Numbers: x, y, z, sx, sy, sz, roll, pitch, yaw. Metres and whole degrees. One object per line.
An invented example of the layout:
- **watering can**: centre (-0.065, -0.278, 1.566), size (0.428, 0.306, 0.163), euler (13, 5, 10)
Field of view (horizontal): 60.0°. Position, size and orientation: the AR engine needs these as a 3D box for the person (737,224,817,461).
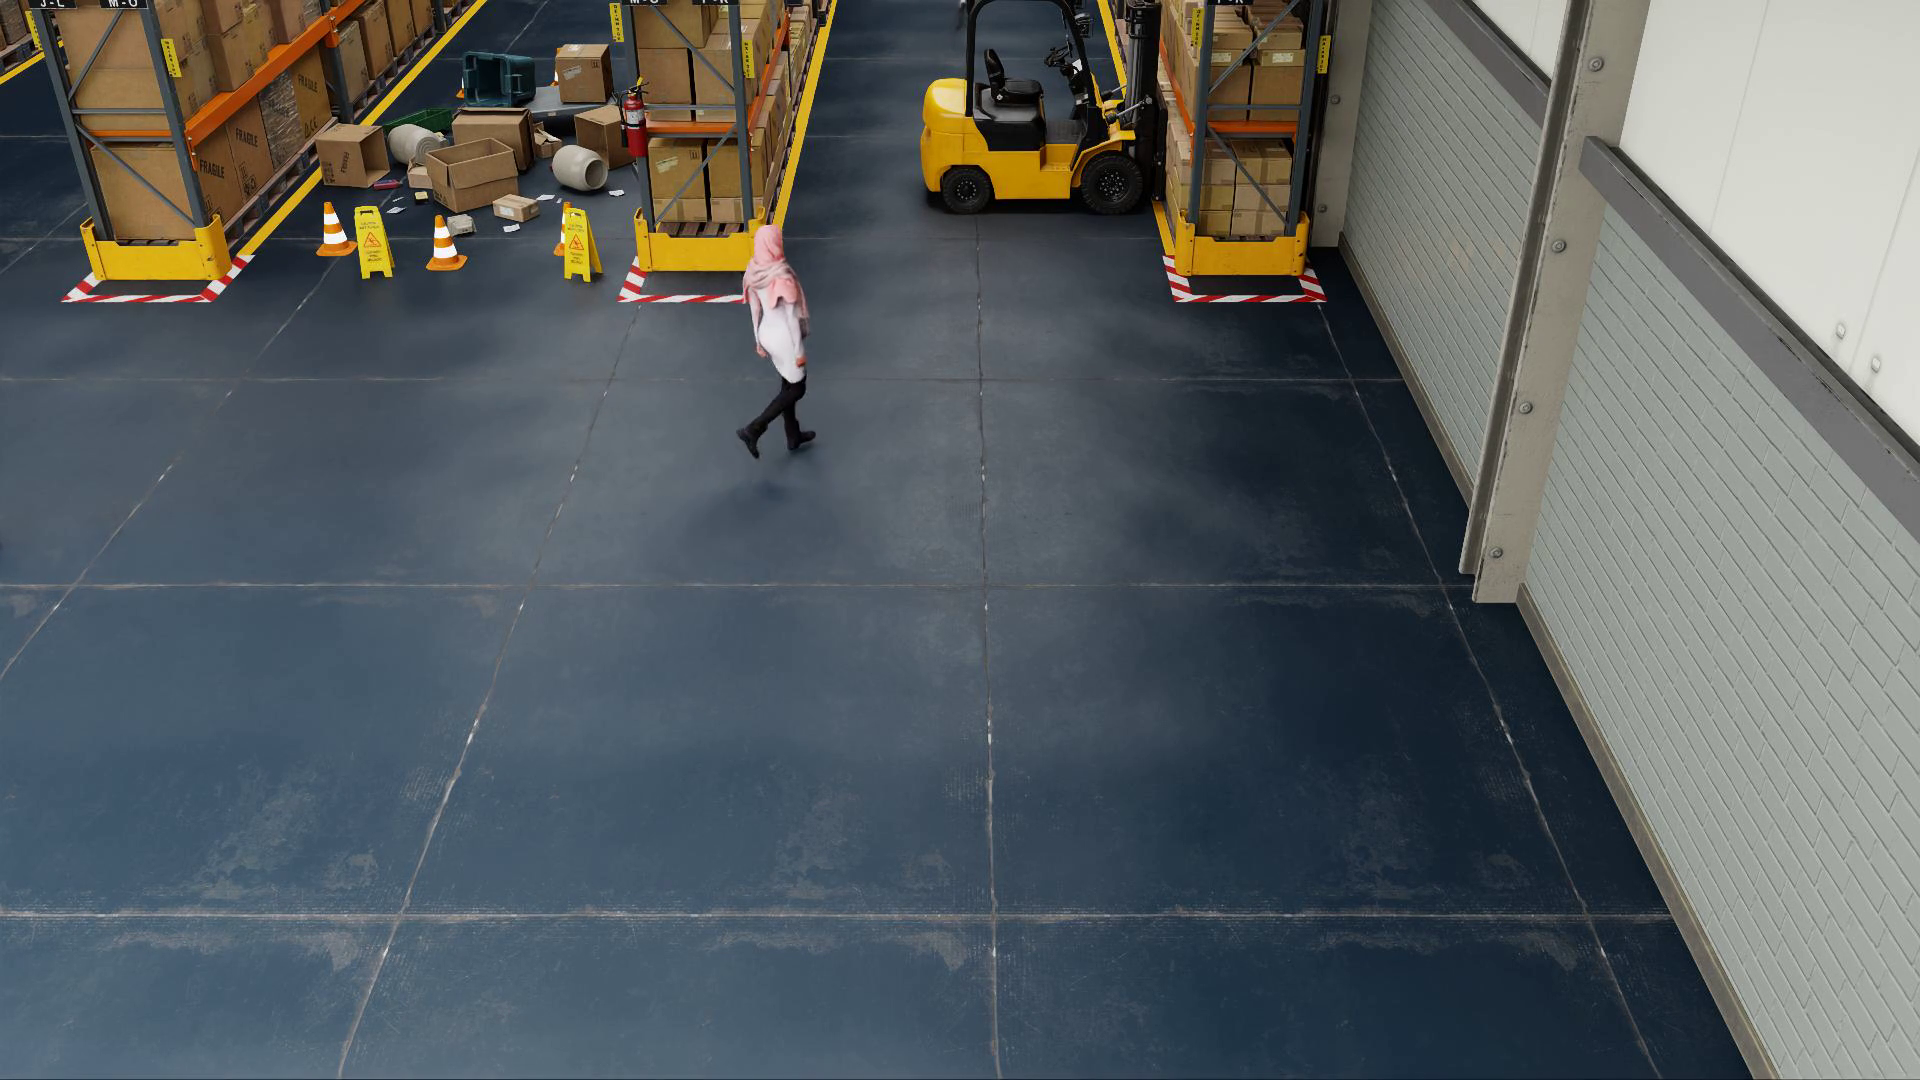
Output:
- **person**: centre (-1.342, -1.369, 11.901), size (1.045, 1.787, 1.003), euler (-26, 41, -35)
